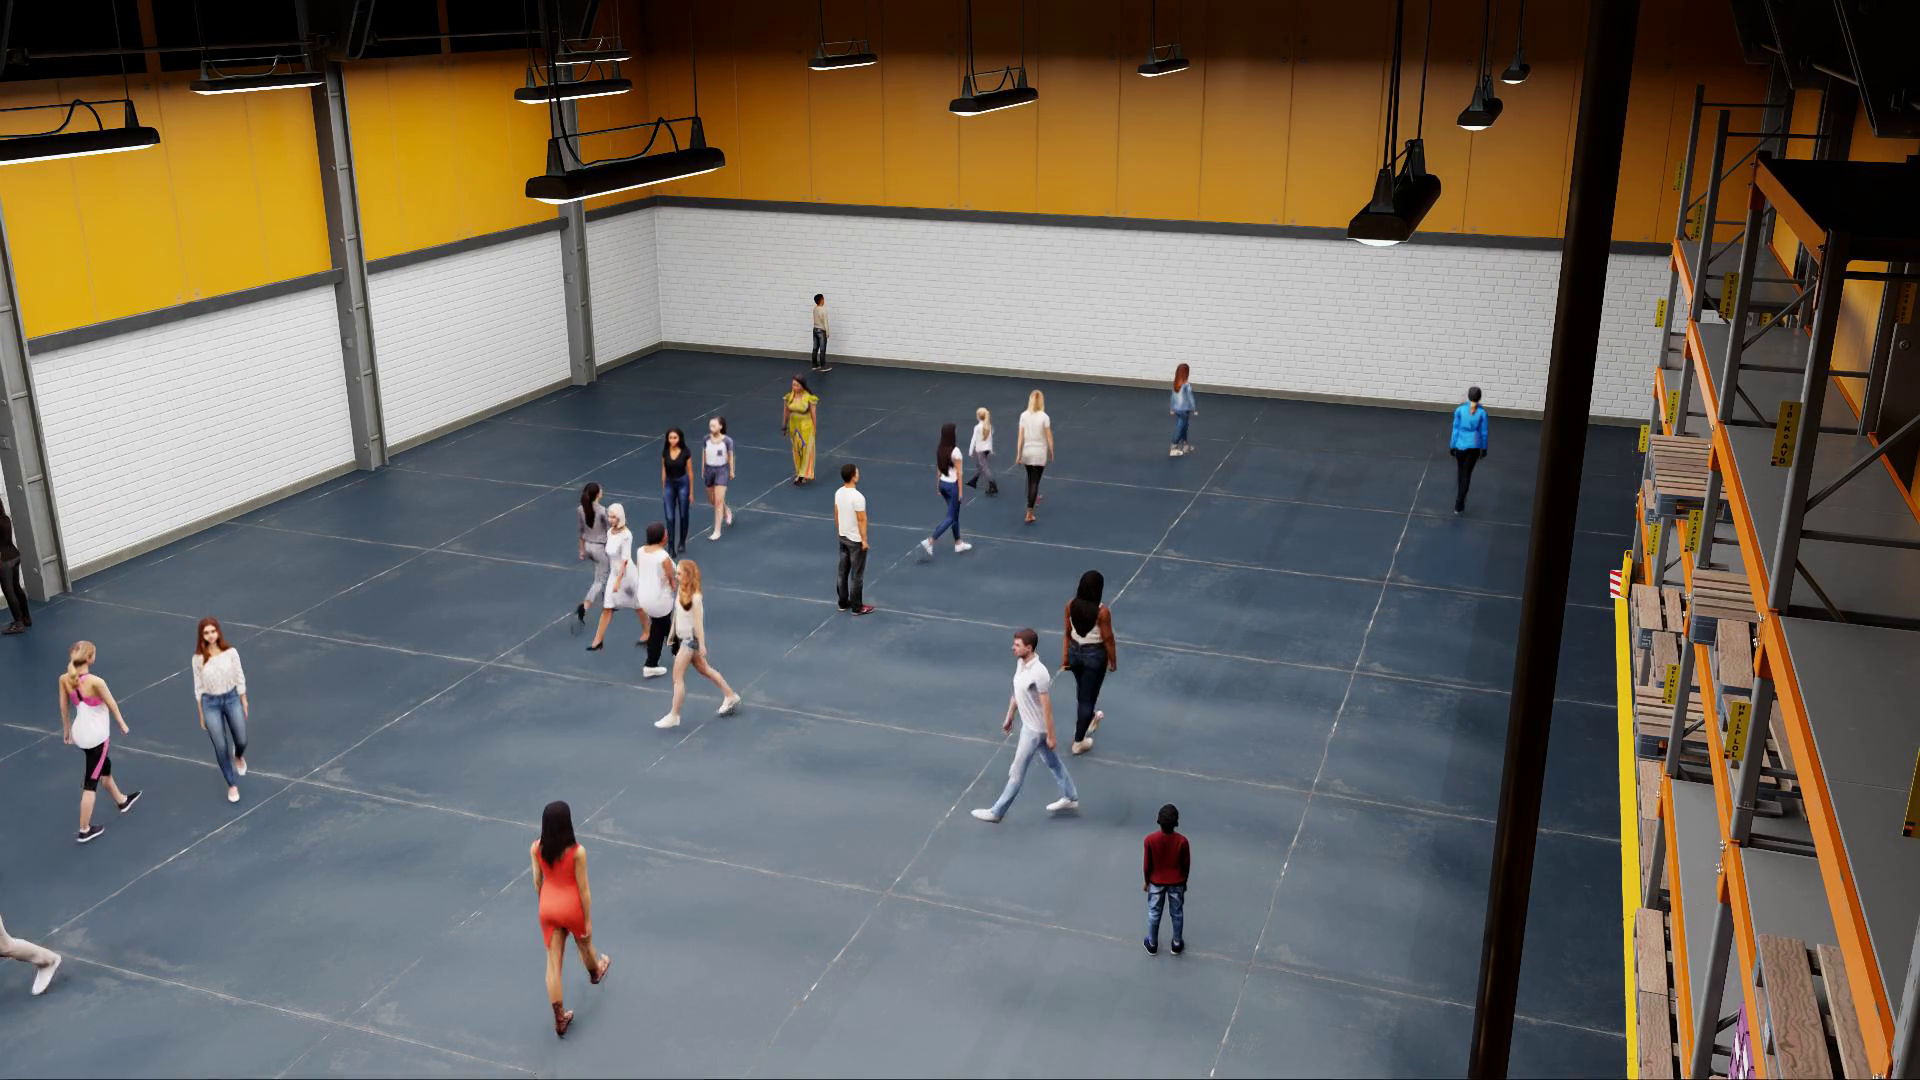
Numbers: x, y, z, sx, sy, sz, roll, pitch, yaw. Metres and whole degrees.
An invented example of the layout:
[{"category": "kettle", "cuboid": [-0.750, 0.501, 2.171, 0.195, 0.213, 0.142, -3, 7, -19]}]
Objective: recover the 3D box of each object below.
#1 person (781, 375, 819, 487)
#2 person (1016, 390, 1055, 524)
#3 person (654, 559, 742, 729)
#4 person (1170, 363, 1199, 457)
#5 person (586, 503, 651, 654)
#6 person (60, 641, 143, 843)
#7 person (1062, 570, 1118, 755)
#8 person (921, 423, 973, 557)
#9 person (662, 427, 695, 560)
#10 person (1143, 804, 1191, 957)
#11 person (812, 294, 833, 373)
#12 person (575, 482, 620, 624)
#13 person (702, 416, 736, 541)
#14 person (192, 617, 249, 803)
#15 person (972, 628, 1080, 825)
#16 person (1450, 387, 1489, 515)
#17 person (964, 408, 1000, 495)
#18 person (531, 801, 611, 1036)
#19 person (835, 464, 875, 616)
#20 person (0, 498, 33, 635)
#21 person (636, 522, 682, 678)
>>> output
[{"category": "person", "cuboid": [-2.319, -1.647, 24.605, 0.806, 1.616, 1.157, 5, 19, 15]}, {"category": "person", "cuboid": [1.000, -1.102, 22.736, 0.619, 1.775, 1.155, 7, 20, 19]}, {"category": "person", "cuboid": [-2.584, 1.011, 16.554, 1.154, 1.717, 1.084, -9, 20, -24]}, {"category": "person", "cuboid": [3.405, -2.013, 25.936, 0.855, 1.460, 0.795, -8, 20, -23]}, {"category": "person", "cuboid": [-3.636, 0.417, 18.347, 0.793, 1.697, 1.128, 15, 24, 38]}, {"category": "person", "cuboid": [-7.510, 1.765, 14.262, 0.621, 1.751, 1.004, 6, 19, 17]}, {"category": "person", "cuboid": [1.171, 1.189, 15.920, 0.838, 1.784, 1.071, 13, 23, 34]}, {"category": "person", "cuboid": [-0.195, -0.613, 21.329, 1.136, 1.748, 0.970, -13, 23, -34]}, {"category": "person", "cuboid": [-3.631, -0.648, 21.490, 0.810, 1.711, 1.066, 0, 19, 1]}, {"category": "person", "cuboid": [1.570, 2.575, 12.632, 0.559, 1.256, 0.569, 1, 19, 3]}, {"category": "person", "cuboid": [-2.678, -3.960, 31.718, 0.598, 1.460, 0.594, 16, 24, 39]}, {"category": "person", "cuboid": [-4.205, 0.178, 19.130, 0.743, 1.652, 1.100, 10, 21, 28]}, {"category": "person", "cuboid": [-3.217, -0.866, 22.272, 0.629, 1.624, 0.983, 8, 20, 21]}, {"category": "person", "cuboid": [-6.712, 1.496, 15.111, 0.861, 1.718, 0.917, -9, 21, -25]}, {"category": "person", "cuboid": [0.742, 1.647, 14.560, 1.179, 1.785, 1.264, -4, 19, -13]}, {"category": "person", "cuboid": [7.039, -1.223, 23.116, 0.779, 1.762, 1.123, 10, 21, 28]}, {"category": "person", "cuboid": [0.371, -1.264, 24.045, 0.771, 1.247, 0.922, 15, 24, 38]}, {"category": "person", "cuboid": [-2.815, 2.676, 11.671, 0.761, 1.678, 1.114, 2, 19, 6]}, {"category": "person", "cuboid": [-1.281, -0.021, 19.481, 0.708, 1.804, 0.717, -17, 25, -40]}, {"category": "person", "cuboid": [-10.850, 0.246, 18.952, 0.704, 1.637, 0.597, -3, 19, -8]}, {"category": "person", "cuboid": [-3.266, 0.656, 17.698, 1.088, 1.659, 0.955, -14, 23, -36]}]
